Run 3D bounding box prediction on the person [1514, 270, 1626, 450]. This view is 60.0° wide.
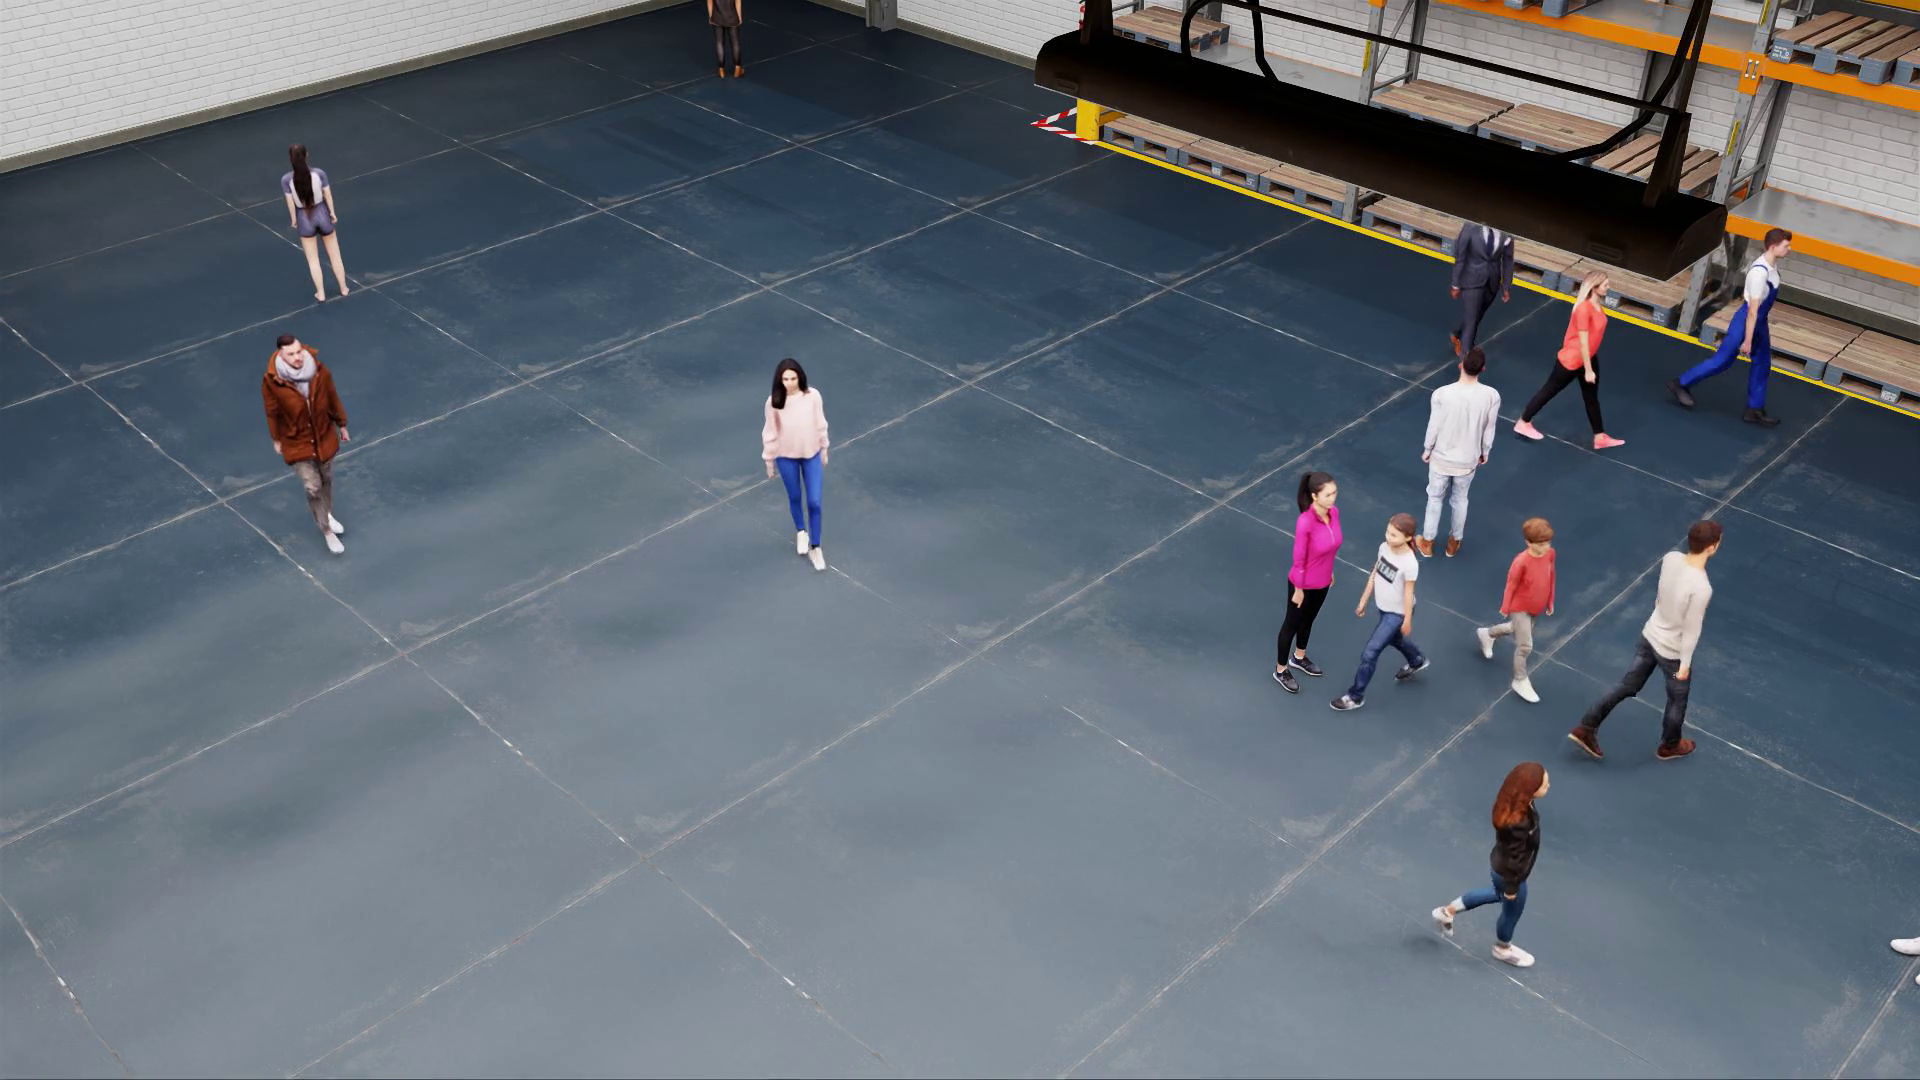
[{"bbox_3d":[5.225,-1.541,14.398,1.183,1.636,0.709,22,40,30],"label":"person"}]

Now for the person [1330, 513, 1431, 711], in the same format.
[{"bbox_3d":[3.048,0.457,11.495,0.897,1.523,1.087,-12,35,-17],"label":"person"}]

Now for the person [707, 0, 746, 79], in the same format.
[{"bbox_3d":[-3.235,-7.240,22.905,0.698,1.710,0.764,1,34,1],"label":"person"}]

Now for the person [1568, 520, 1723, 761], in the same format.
[{"bbox_3d":[4.516,0.696,10.859,1.134,1.828,1.197,-5,34,-8],"label":"person"}]

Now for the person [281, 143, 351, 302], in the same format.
[{"bbox_3d":[-6.573,-3.240,16.942,0.654,1.650,0.619,-15,36,-21],"label":"person"}]

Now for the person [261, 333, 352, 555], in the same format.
[{"bbox_3d":[-5.189,-0.827,13.160,0.822,1.817,0.711,28,43,35],"label":"person"}]

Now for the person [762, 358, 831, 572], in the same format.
[{"bbox_3d":[-1.266,-0.675,12.993,0.902,1.750,0.971,-4,34,-6],"label":"person"}]

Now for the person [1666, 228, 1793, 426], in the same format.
[{"bbox_3d":[6.920,-1.912,14.796,1.280,1.813,0.775,22,39,29],"label":"person"}]

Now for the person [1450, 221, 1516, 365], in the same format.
[{"bbox_3d":[4.826,-2.407,15.558,1.154,1.795,1.301,-4,34,-6],"label":"person"}]

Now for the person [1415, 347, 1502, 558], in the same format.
[{"bbox_3d":[3.853,-0.679,12.917,0.745,1.841,0.825,2,34,3],"label":"person"}]

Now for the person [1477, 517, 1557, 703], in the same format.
[{"bbox_3d":[3.929,0.413,11.681,0.656,1.390,0.968,-19,38,-26],"label":"person"}]

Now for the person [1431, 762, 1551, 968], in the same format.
[{"bbox_3d":[3.066,1.838,9.466,0.938,1.468,0.831,6,34,9],"label":"person"}]

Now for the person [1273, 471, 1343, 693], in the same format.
[{"bbox_3d":[2.436,0.266,11.623,0.575,1.699,0.567,-27,42,-35],"label":"person"}]
